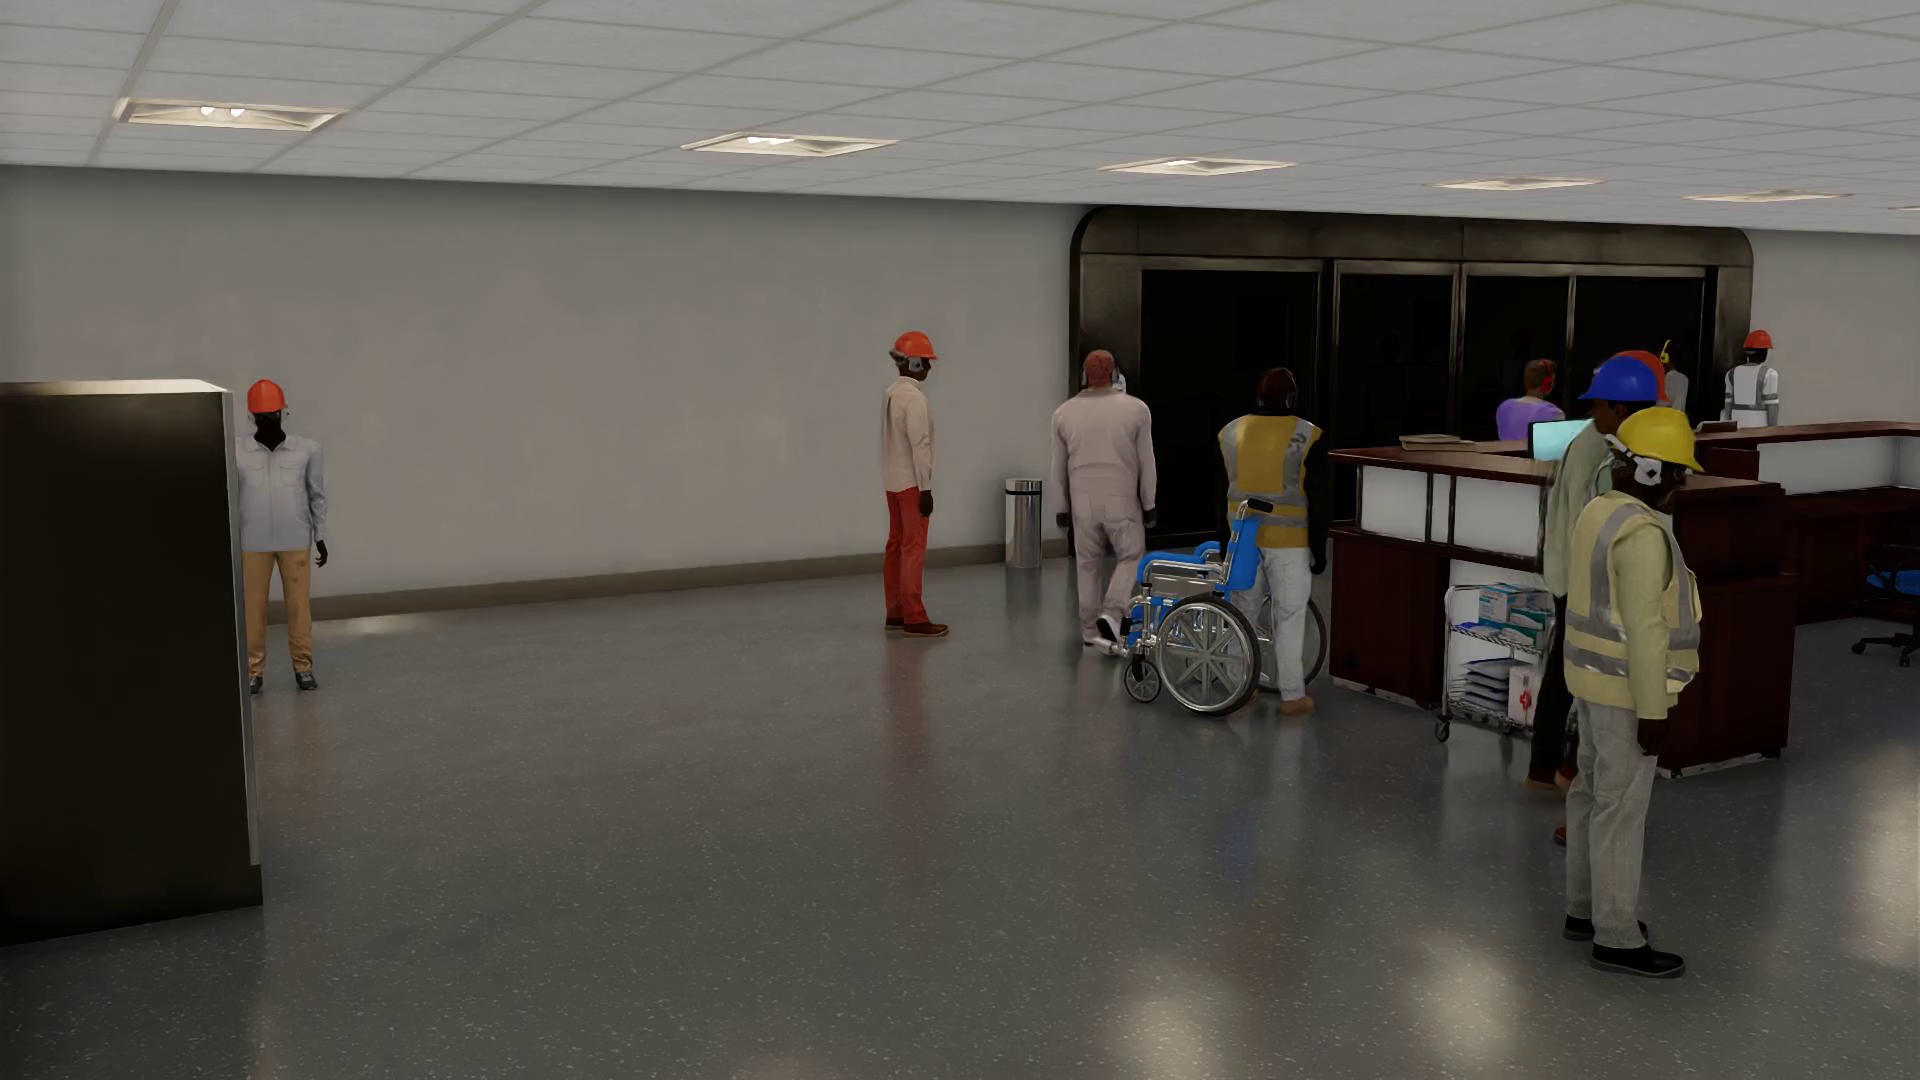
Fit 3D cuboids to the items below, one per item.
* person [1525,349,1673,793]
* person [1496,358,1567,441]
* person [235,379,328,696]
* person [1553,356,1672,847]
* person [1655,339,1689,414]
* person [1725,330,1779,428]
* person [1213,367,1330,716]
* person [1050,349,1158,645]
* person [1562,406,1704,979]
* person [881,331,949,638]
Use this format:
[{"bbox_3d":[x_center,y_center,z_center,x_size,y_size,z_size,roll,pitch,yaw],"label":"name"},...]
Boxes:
[{"bbox_3d":[2.727,0.170,7.119,0.569,1.956,0.685,3,8,19],"label":"person"},{"bbox_3d":[3.892,-0.349,11.443,0.936,1.810,0.566,-6,10,-35],"label":"person"},{"bbox_3d":[-3.792,-0.014,9.206,0.568,1.750,0.342,-4,9,-24],"label":"person"},{"bbox_3d":[2.592,0.256,6.551,0.389,1.949,0.604,5,10,35],"label":"person"},{"bbox_3d":[6.408,-0.891,15.147,0.326,1.871,0.520,8,11,44],"label":"person"},{"bbox_3d":[7.725,-1.073,16.217,0.354,1.939,0.544,-5,9,-31],"label":"person"},{"bbox_3d":[1.649,0.007,8.794,0.633,1.836,0.429,5,9,33],"label":"person"},{"bbox_3d":[0.895,-0.241,10.357,0.682,1.889,0.659,3,8,19],"label":"person"},{"bbox_3d":[2.175,0.479,5.405,0.404,1.822,0.589,1,8,6],"label":"person"},{"bbox_3d":[-0.317,-0.363,10.869,0.380,1.995,0.608,-3,9,-24],"label":"person"}]
